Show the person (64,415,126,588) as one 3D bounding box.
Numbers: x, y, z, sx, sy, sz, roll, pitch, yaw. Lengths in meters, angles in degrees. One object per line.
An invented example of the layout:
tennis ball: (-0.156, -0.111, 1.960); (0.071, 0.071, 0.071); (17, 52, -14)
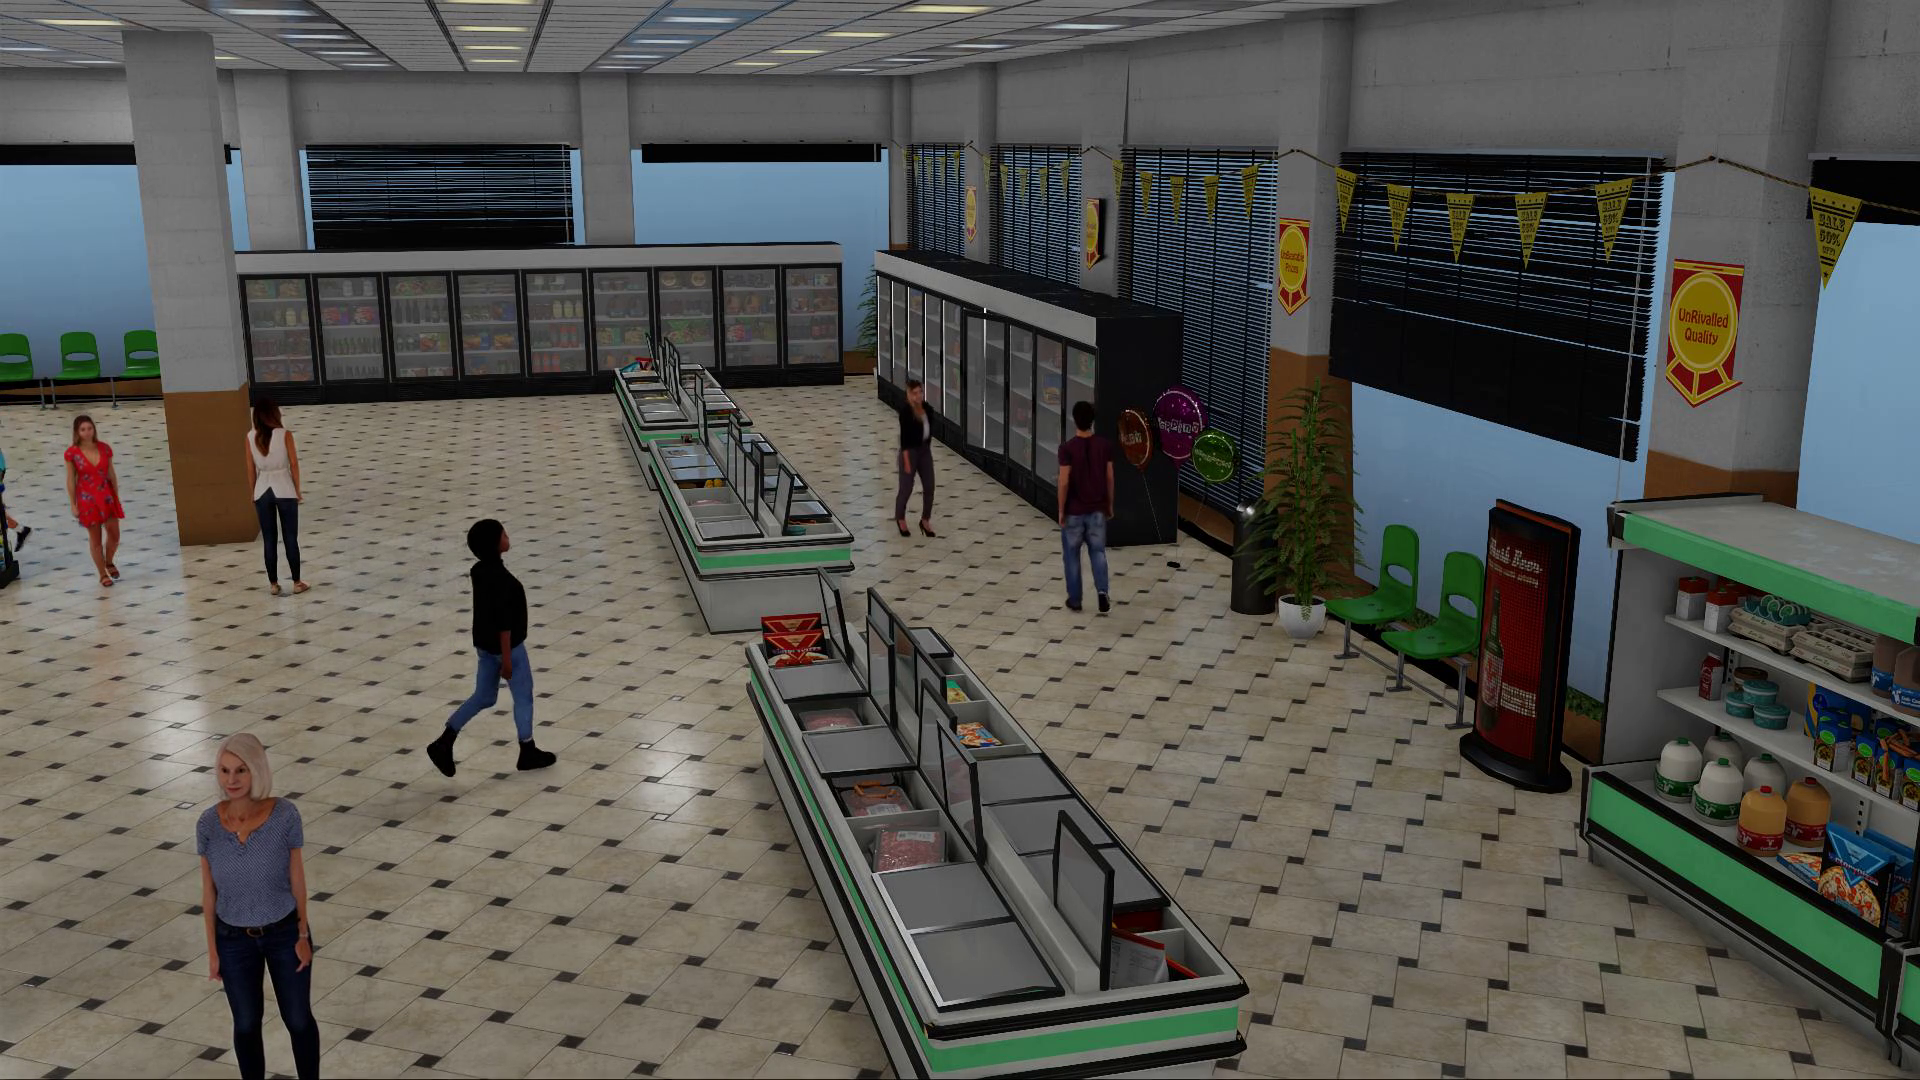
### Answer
person: (-7.889, -0.366, 15.141); (0.705, 1.582, 0.748); (-12, 18, -40)

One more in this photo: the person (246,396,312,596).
person: (-6.106, -0.393, 14.825); (0.621, 1.785, 0.566); (-2, 14, -6)

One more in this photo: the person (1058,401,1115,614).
person: (1.085, -0.243, 14.087); (0.688, 1.840, 0.898); (-3, 14, -12)

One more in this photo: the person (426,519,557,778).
person: (-2.982, 0.721, 10.463); (0.954, 1.675, 1.067); (-13, 18, -42)

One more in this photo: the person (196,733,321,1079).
person: (-2.832, 1.595, 6.760); (0.571, 1.722, 0.533); (-2, 14, -9)

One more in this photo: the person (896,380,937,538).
person: (-0.500, -0.821, 16.894); (0.845, 1.640, 0.763); (12, 18, 40)
